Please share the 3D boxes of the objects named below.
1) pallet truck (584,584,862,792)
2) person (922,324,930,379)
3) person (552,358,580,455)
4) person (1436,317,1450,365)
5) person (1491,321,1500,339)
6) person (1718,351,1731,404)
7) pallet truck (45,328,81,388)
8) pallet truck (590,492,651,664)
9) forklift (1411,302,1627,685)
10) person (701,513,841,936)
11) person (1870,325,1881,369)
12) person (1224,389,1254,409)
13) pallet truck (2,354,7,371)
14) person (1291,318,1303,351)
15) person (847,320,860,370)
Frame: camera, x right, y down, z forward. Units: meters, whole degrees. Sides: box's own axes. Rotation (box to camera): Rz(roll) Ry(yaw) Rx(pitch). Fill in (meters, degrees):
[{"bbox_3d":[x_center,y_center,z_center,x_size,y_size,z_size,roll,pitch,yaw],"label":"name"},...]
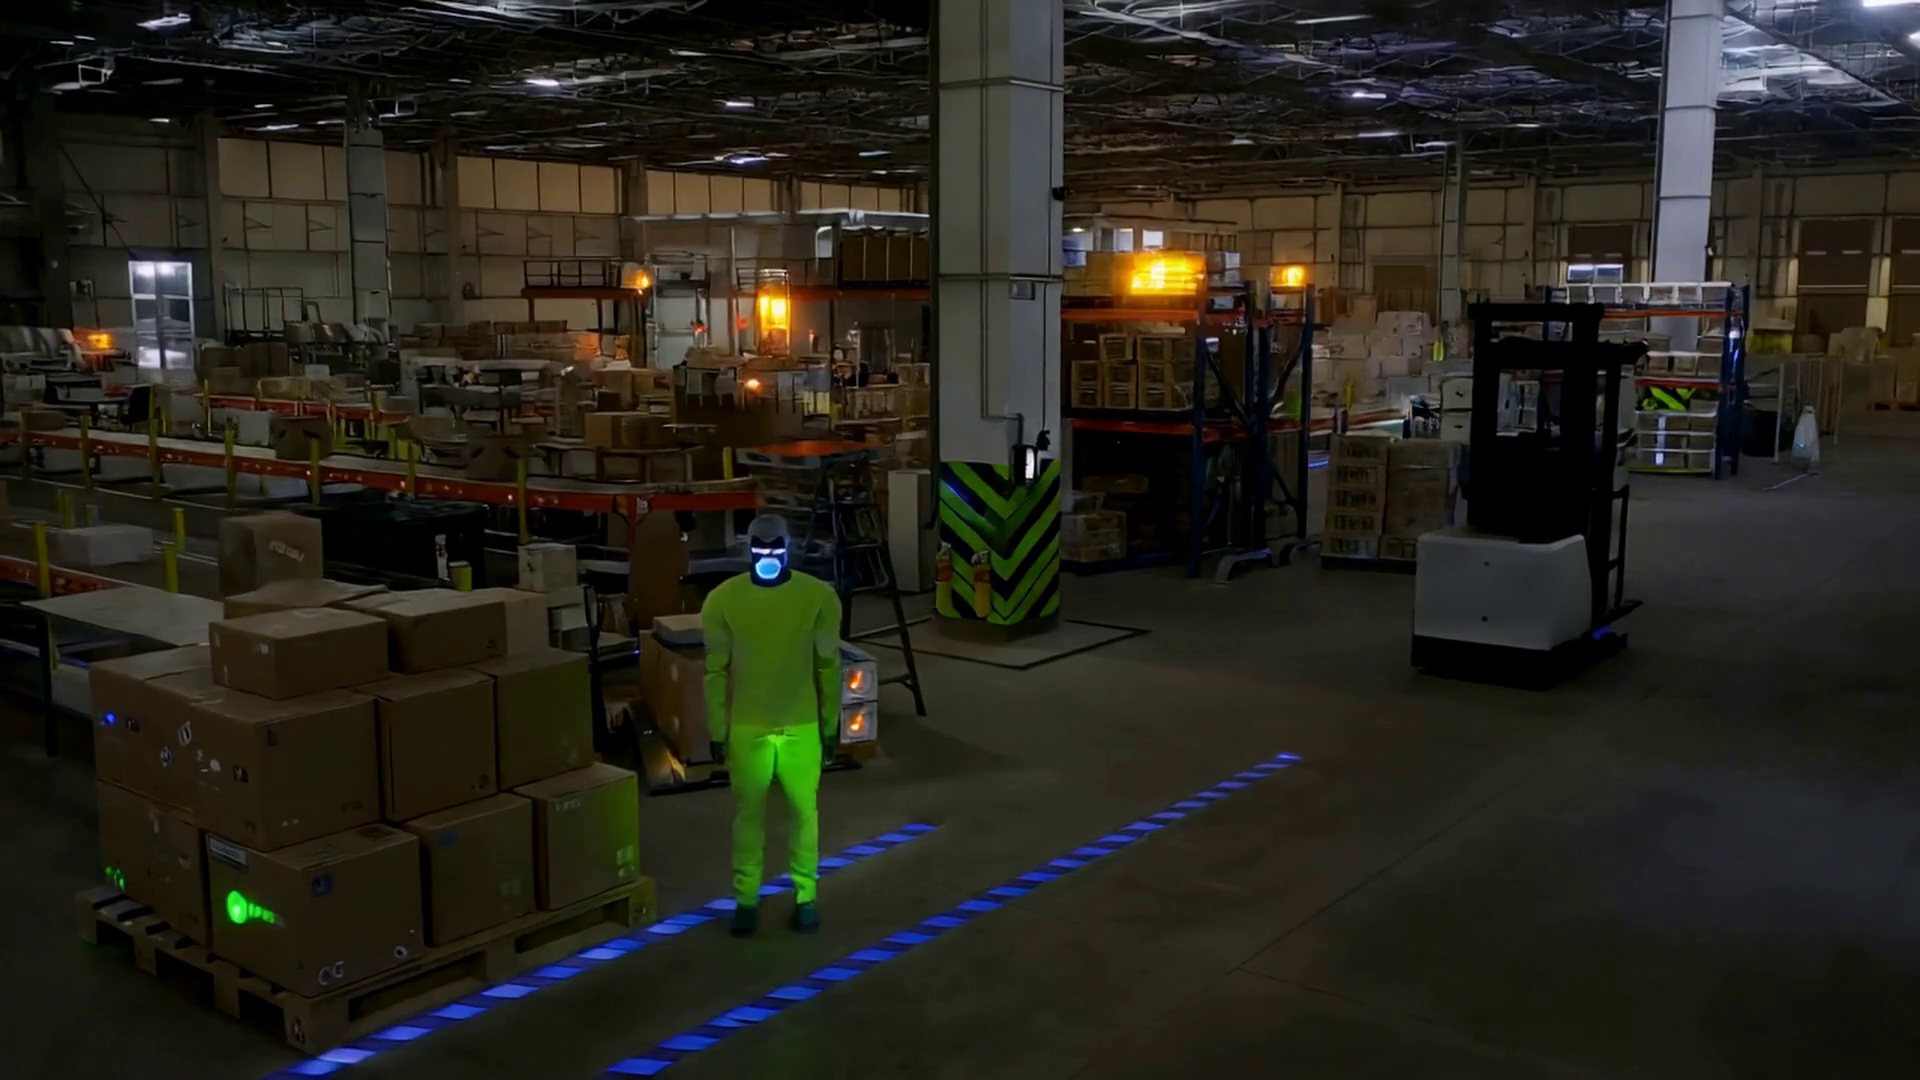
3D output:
[{"bbox_3d":[-1.426,0.805,10.019,1.601,1.201,0.680,-4,9,-26],"label":"pallet truck"},{"bbox_3d":[-0.875,-5.811,51.915,0.632,2.031,0.534,-2,9,-14],"label":"person"},{"bbox_3d":[-7.075,-2.367,29.644,0.715,1.739,0.557,-4,9,-27],"label":"person"},{"bbox_3d":[19.623,-8.084,67.554,0.370,1.941,0.627,-6,10,-34],"label":"person"},{"bbox_3d":[18.963,-6.864,59.138,0.381,1.994,0.620,0,8,-3],"label":"person"},{"bbox_3d":[17.552,-3.808,38.383,0.683,2.000,1.019,-7,11,-38],"label":"person"},{"bbox_3d":[-23.775,-4.544,43.495,1.885,1.965,0.823,6,10,35],"label":"pallet truck"},{"bbox_3d":[-3.115,0.344,12.883,0.653,1.274,1.630,7,11,37],"label":"pallet truck"},{"bbox_3d":[4.379,-0.438,12.852,1.129,2.768,1.873,7,11,37],"label":"forklift"},{"bbox_3d":[-0.843,0.832,7.501,0.623,1.932,0.372,-1,9,-8],"label":"person"},{"bbox_3d":[35.278,-7.444,64.047,0.316,1.695,0.541,6,11,37],"label":"person"},{"bbox_3d":[5.211,-2.574,31.305,0.547,1.657,0.798,7,11,41],"label":"person"},{"bbox_3d":[-24.881,-4.417,42.634,1.885,1.965,0.823,8,11,41],"label":"pallet truck"},{"bbox_3d":[16.243,-9.876,80.116,0.616,1.802,0.814,2,9,13],"label":"person"},{"bbox_3d":[-3.996,-7.318,62.584,0.575,1.881,0.356,-6,10,-36],"label":"person"}]
